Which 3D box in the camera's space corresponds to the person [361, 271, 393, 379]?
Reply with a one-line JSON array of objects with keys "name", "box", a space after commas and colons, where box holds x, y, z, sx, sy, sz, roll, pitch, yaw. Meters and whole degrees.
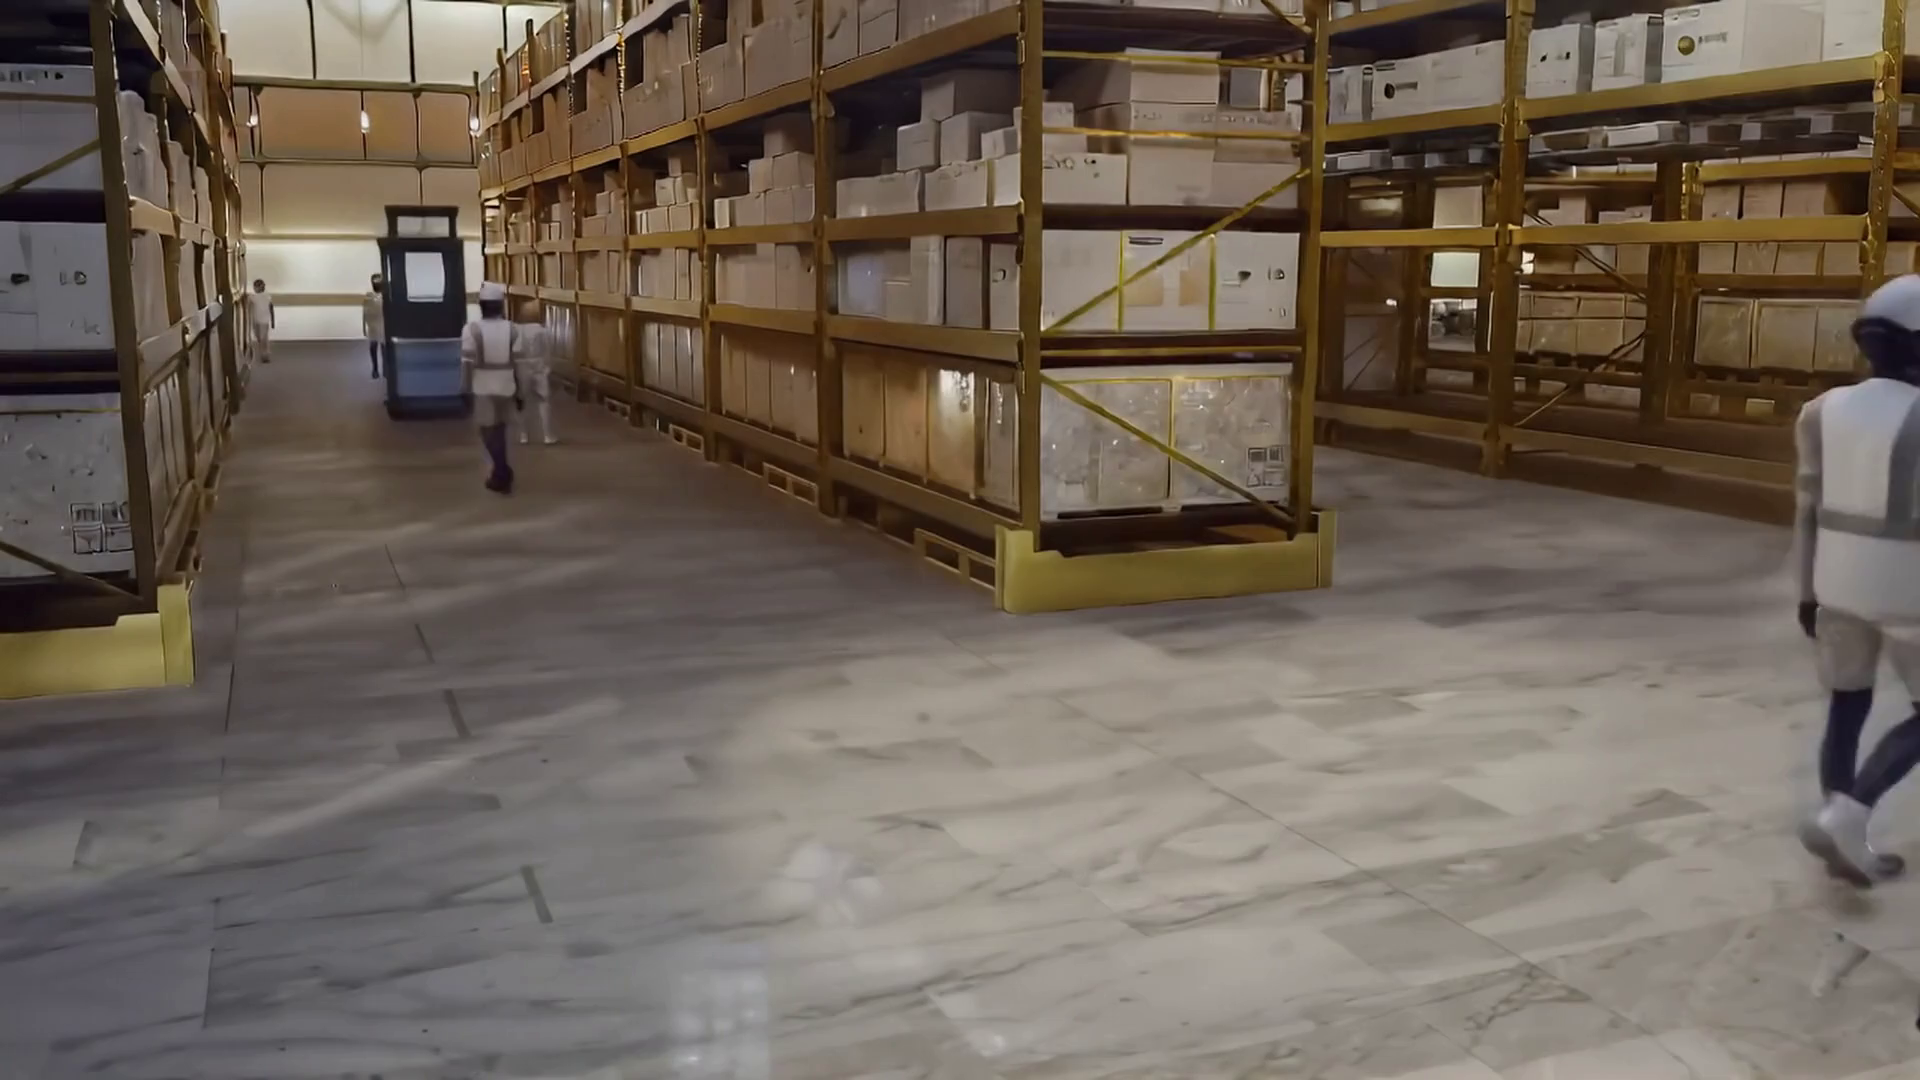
[{"name": "person", "box": [-10.336, -3.811, 29.588, 0.570, 1.906, 0.834, -3, 10, -17]}]

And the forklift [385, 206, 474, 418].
[{"name": "forklift", "box": [-7.213, -3.114, 22.513, 1.129, 2.768, 1.873, -4, 10, -22]}]

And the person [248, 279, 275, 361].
[{"name": "person", "box": [-14.754, -4.648, 35.157, 0.765, 1.726, 0.569, 8, 12, 39]}]

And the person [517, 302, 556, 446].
[{"name": "person", "box": [-4.847, -1.877, 18.842, 0.524, 1.631, 0.318, 1, 10, 9]}]

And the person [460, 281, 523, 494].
[{"name": "person", "box": [-4.147, -1.346, 14.832, 0.553, 1.911, 0.833, -6, 11, -33]}]

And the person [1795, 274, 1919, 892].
[{"name": "person", "box": [2.980, 0.166, 5.397, 0.446, 2.033, 0.629, -4, 10, -22]}]
